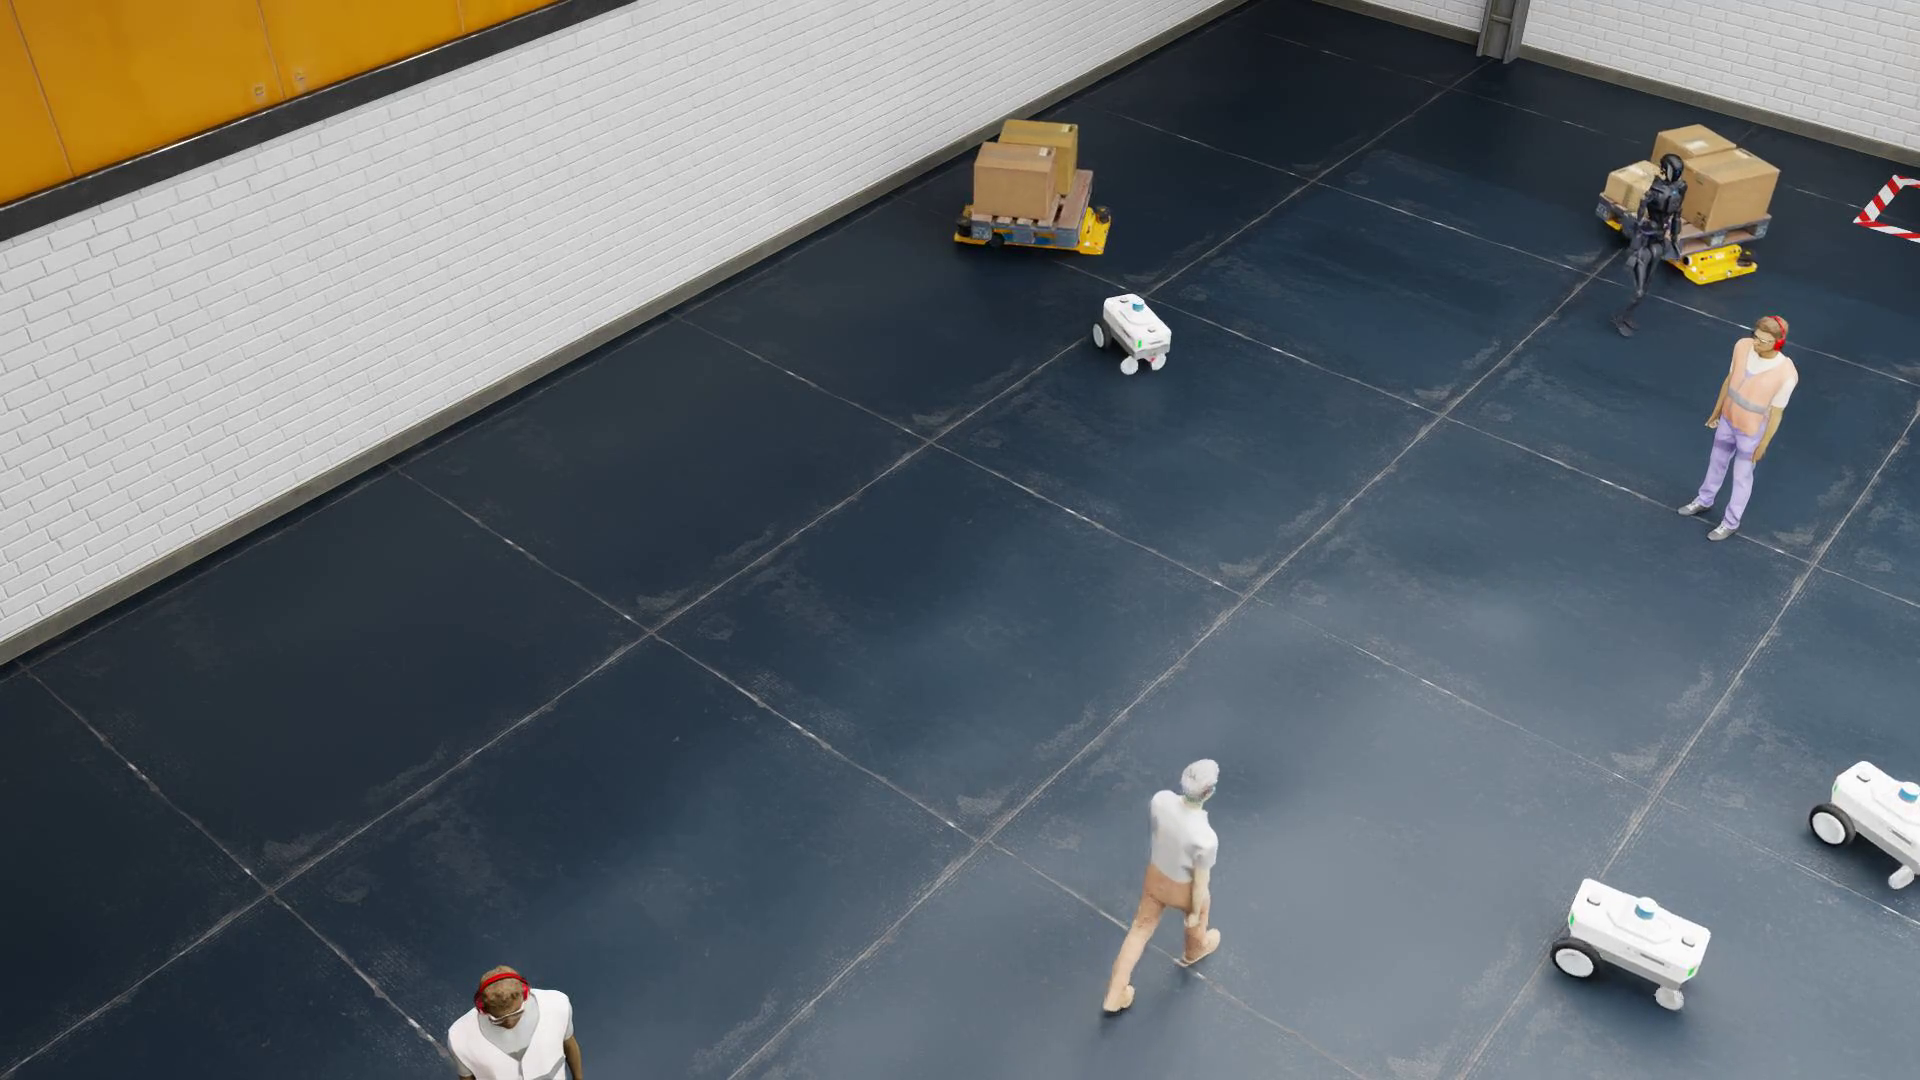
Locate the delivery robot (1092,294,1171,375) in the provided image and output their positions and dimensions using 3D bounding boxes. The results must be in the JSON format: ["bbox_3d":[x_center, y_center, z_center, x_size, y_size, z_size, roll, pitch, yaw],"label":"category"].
[{"bbox_3d":[1.492,-1.808,14.308,0.522,0.602,0.773,-15,41,-18],"label":"delivery robot"}]

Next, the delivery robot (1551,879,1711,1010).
[{"bbox_3d":[3.751,2.225,9.306,0.807,0.606,0.499,22,44,25],"label":"delivery robot"}]

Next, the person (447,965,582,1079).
[{"bbox_3d":[-2.026,2.599,7.804,0.566,1.845,0.390,-17,42,-20],"label":"person"}]

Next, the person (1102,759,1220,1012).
[{"bbox_3d":[1.113,1.829,8.874,0.875,1.714,0.477,-30,48,-32],"label":"person"}]

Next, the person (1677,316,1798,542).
[{"bbox_3d":[5.703,-0.835,12.080,0.389,1.834,0.559,-13,41,-16],"label":"person"}]

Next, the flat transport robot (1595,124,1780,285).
[{"bbox_3d":[6.846,-2.899,15.884,0.659,0.231,1.431,-14,41,-17],"label":"flat transport robot"}]

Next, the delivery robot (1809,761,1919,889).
[{"bbox_3d":[5.565,1.681,9.978,0.524,0.602,0.774,-23,44,-26],"label":"delivery robot"}]

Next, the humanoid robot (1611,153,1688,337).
[{"bbox_3d":[5.967,-2.549,14.327,0.590,1.656,0.340,-20,43,-23],"label":"humanoid robot"}]

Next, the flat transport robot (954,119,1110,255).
[{"bbox_3d":[0.706,-3.043,16.064,1.431,0.231,0.659,7,39,8],"label":"flat transport robot"}]
